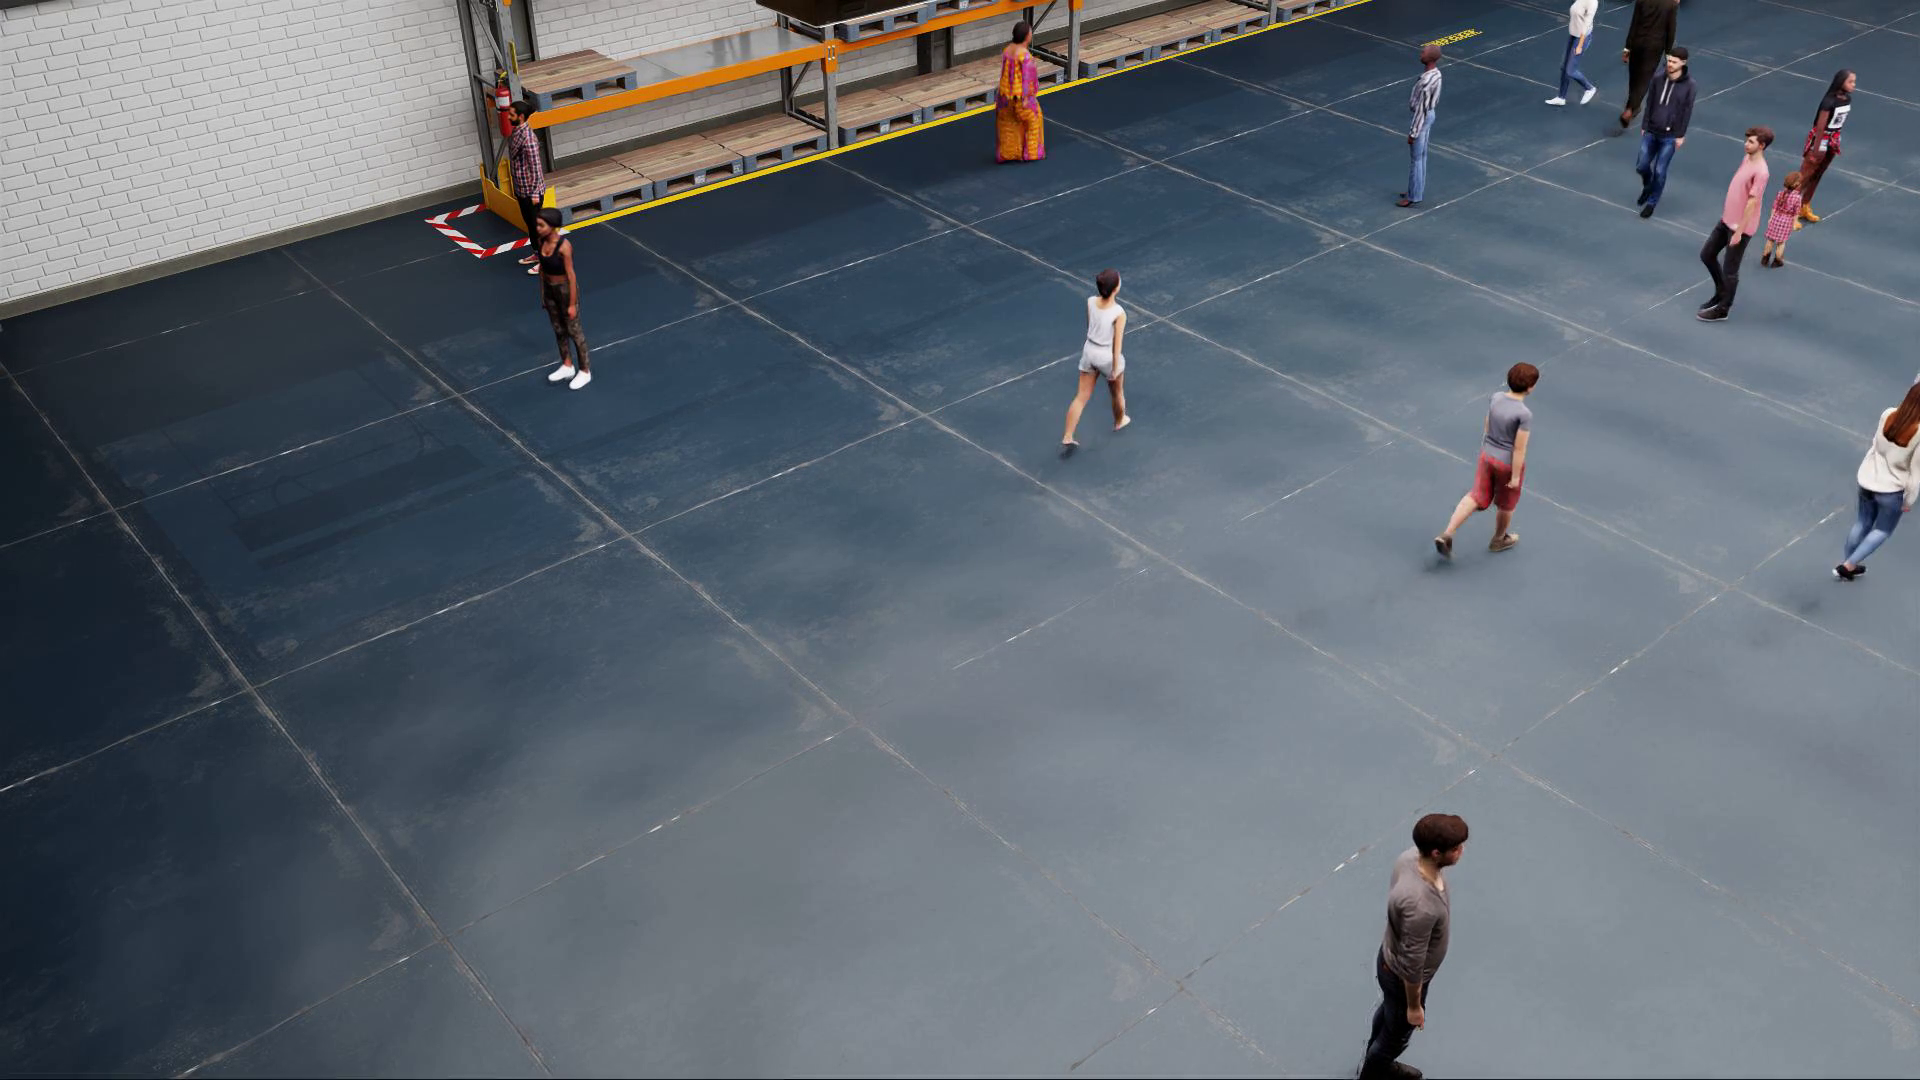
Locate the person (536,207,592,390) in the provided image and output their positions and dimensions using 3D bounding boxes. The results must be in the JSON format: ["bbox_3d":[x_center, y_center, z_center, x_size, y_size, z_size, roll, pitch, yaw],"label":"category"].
[{"bbox_3d":[-3.538,-2.166,14.777,0.622,1.700,0.579,23,40,31],"label":"person"}]

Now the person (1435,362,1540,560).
[{"bbox_3d":[3.962,-0.552,12.417,1.083,1.625,0.695,-18,38,-25],"label":"person"}]

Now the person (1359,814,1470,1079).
[{"bbox_3d":[2.185,2.097,8.180,0.874,1.903,0.760,11,35,15],"label":"person"}]

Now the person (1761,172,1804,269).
[{"bbox_3d":[8.456,-3.297,17.090,0.452,1.022,0.472,26,42,33],"label":"person"}]

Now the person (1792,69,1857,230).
[{"bbox_3d":[9.227,-4.207,17.827,0.560,1.722,0.682,-19,38,-26],"label":"person"}]

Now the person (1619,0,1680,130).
[{"bbox_3d":[8.373,-5.963,20.334,0.931,1.871,1.318,22,39,29],"label":"person"}]

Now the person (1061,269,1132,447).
[{"bbox_3d":[1.122,-1.476,13.857,0.725,1.568,1.117,24,40,31],"label":"person"}]

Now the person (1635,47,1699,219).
[{"bbox_3d":[7.680,-4.445,18.045,0.730,1.878,0.763,26,41,33],"label":"person"}]

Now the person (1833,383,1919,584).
[{"bbox_3d":[6.667,-0.371,12.098,0.803,1.676,0.760,-15,36,-21],"label":"person"}]

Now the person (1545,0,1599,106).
[{"bbox_3d":[7.853,-6.281,20.947,0.962,1.721,0.882,0,34,1],"label":"person"}]

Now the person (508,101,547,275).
[{"bbox_3d":[-4.374,-3.596,16.872,0.646,1.761,0.729,-18,38,-25],"label":"person"}]

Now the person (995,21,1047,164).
[{"bbox_3d":[0.617,-5.196,19.380,0.844,1.650,0.673,-23,40,-31],"label":"person"}]

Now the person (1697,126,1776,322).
[{"bbox_3d":[7.478,-2.987,15.788,0.832,1.948,0.788,0,34,0],"label":"person"}]

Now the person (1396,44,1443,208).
[{"bbox_3d":[5.077,-4.555,18.284,0.752,1.796,0.613,14,36,20],"label":"person"}]
